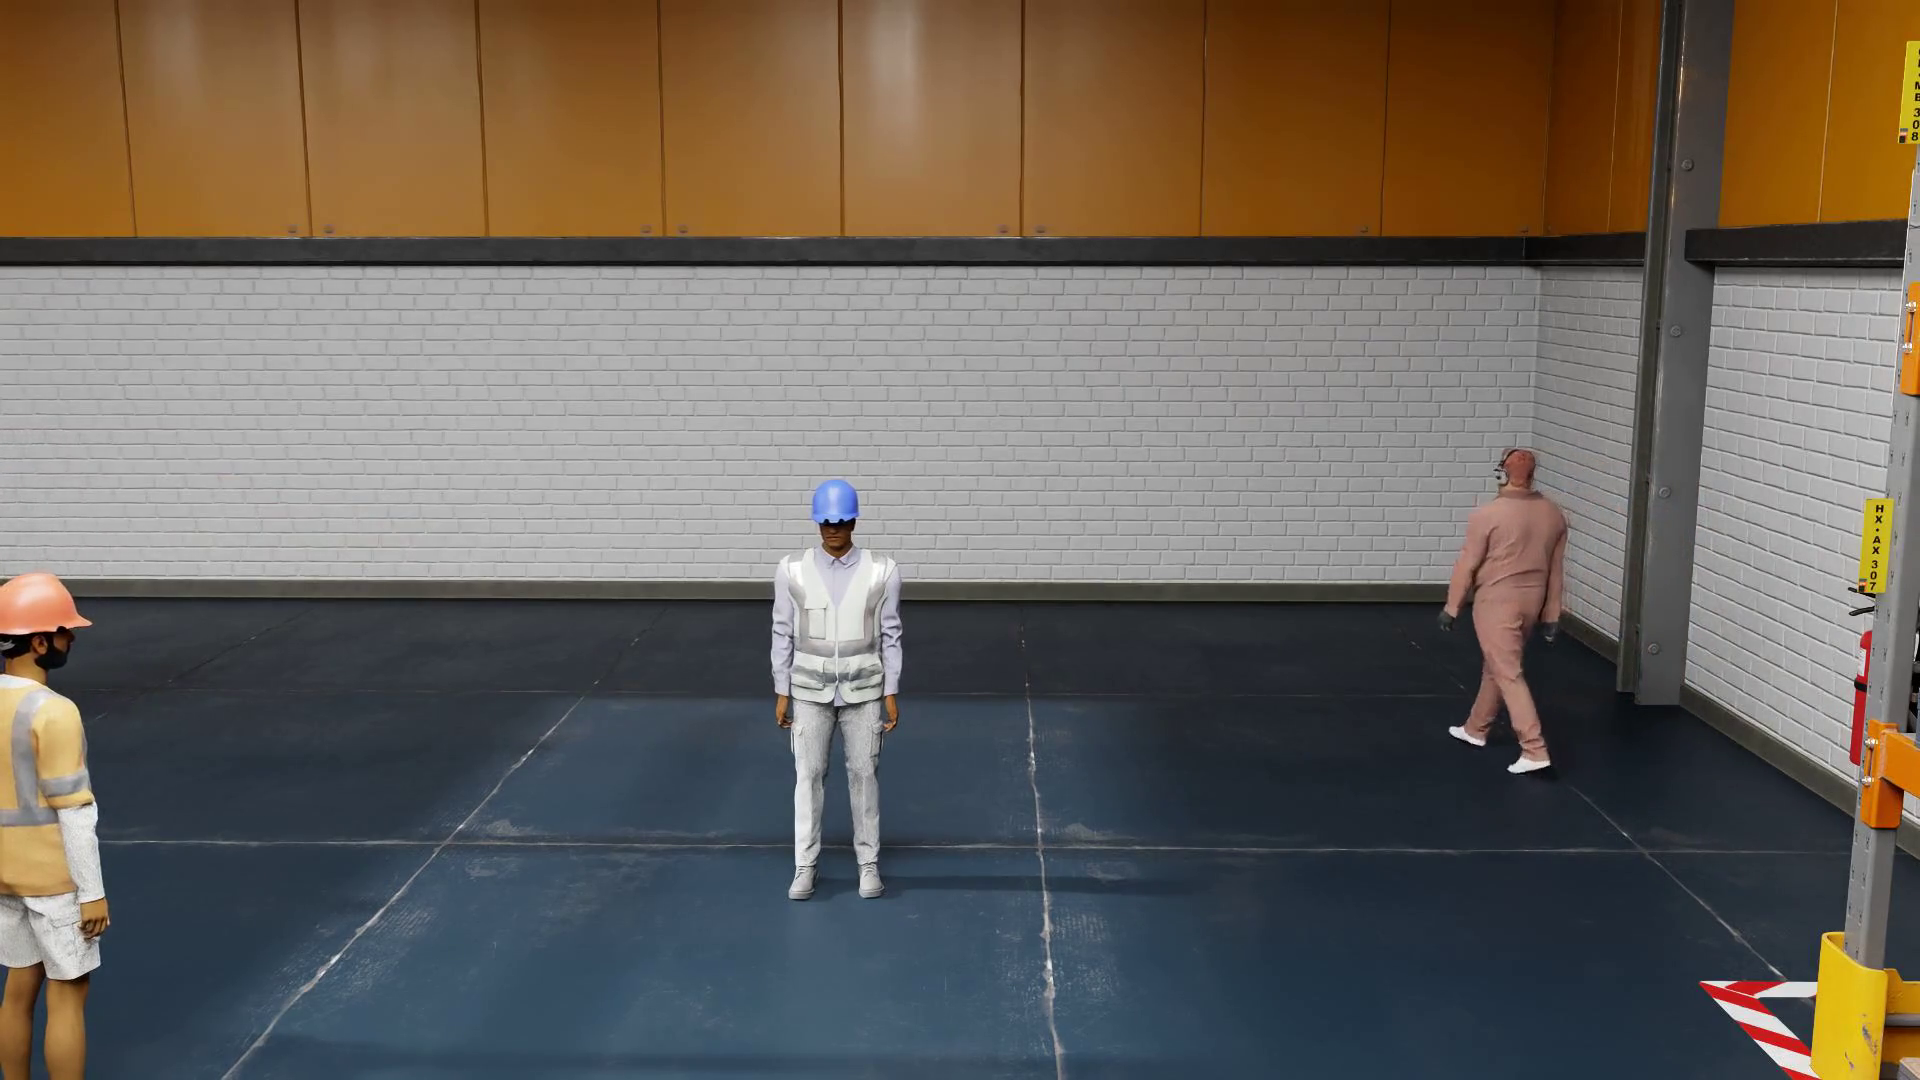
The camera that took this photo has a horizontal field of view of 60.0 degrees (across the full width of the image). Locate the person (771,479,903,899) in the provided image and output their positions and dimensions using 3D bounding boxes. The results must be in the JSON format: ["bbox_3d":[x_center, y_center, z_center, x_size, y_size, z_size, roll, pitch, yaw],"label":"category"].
[{"bbox_3d":[-0.564,0.684,7.653,0.605,1.948,0.387,-1,9,-3],"label":"person"}]

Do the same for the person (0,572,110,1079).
[{"bbox_3d":[-2.962,1.063,5.415,0.551,1.934,0.373,5,11,28],"label":"person"}]

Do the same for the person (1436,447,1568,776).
[{"bbox_3d":[3.179,0.397,9.656,0.650,1.865,0.983,-5,11,-26],"label":"person"}]
